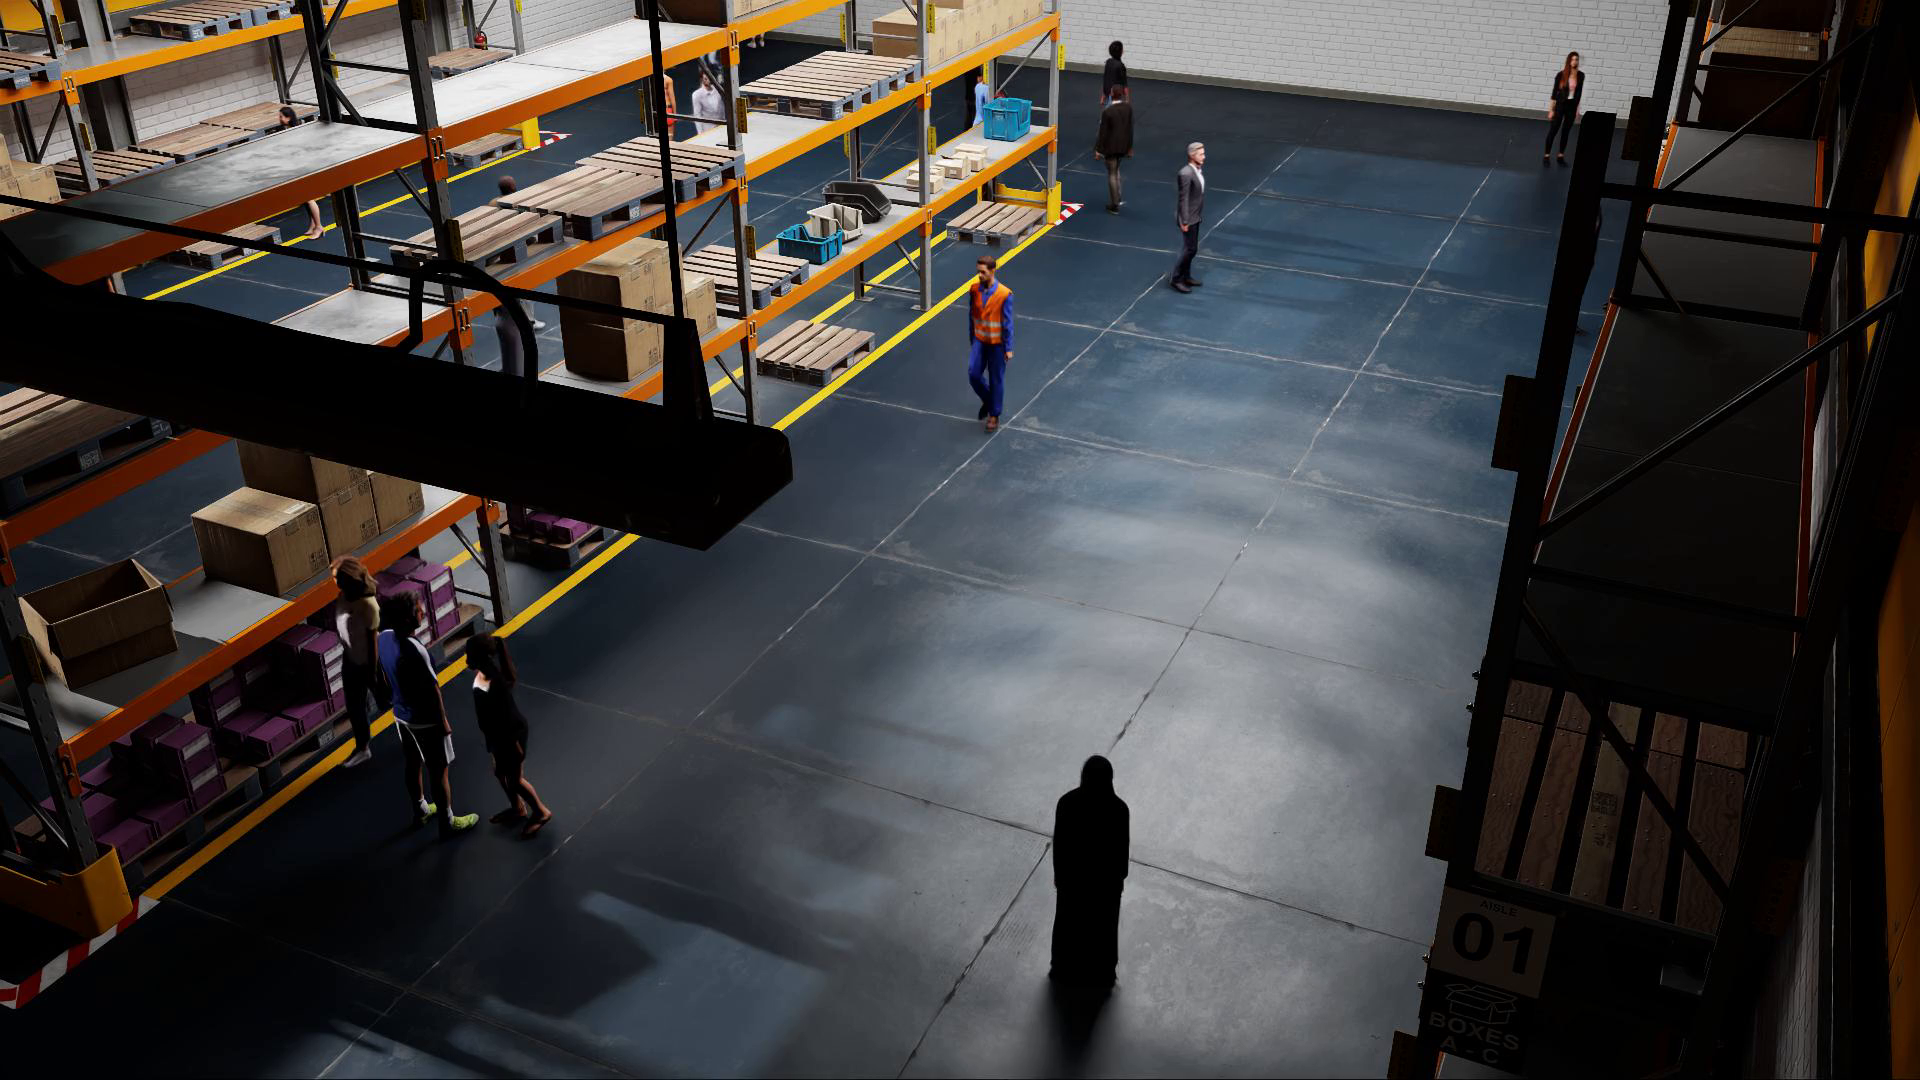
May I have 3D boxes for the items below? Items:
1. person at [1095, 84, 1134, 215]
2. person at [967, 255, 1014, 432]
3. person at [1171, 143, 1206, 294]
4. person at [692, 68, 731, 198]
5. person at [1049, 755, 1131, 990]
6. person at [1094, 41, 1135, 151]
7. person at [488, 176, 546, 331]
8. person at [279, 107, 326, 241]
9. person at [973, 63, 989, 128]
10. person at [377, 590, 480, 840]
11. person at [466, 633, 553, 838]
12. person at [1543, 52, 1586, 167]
[{"bbox_3d":[2.219,-5.411,23.120,0.784,1.793,0.880,-16,32,-27],"label":"person"},{"bbox_3d":[0.346,-2.016,16.839,0.699,1.848,0.704,11,31,20],"label":"person"},{"bbox_3d":[2.821,-3.998,20.493,0.814,1.827,0.584,10,30,18],"label":"person"},{"bbox_3d":[-3.609,-5.893,23.958,0.777,1.837,0.884,-21,35,-34],"label":"person"},{"bbox_3d":[0.777,1.943,9.823,0.653,1.615,0.650,6,29,11],"label":"person"},{"bbox_3d":[2.340,-6.893,25.978,1.211,1.658,0.908,-23,36,-35],"label":"person"},{"bbox_3d":[-5.157,-3.316,19.246,0.745,1.825,0.585,10,30,17],"label":"person"},{"bbox_3d":[-8.806,-4.901,22.211,0.810,1.769,0.781,-17,33,-28],"label":"person"},{"bbox_3d":[0.277,-5.946,24.048,1.068,1.843,1.027,-9,30,-16],"label":"person"},{"bbox_3d":[-3.593,1.154,11.043,0.669,1.833,0.603,18,34,30],"label":"person"},{"bbox_3d":[-3.015,1.265,11.139,0.629,1.546,0.677,24,37,36],"label":"person"},{"bbox_3d":[9.218,-6.581,25.350,0.687,1.710,0.673,0,29,1],"label":"person"}]
